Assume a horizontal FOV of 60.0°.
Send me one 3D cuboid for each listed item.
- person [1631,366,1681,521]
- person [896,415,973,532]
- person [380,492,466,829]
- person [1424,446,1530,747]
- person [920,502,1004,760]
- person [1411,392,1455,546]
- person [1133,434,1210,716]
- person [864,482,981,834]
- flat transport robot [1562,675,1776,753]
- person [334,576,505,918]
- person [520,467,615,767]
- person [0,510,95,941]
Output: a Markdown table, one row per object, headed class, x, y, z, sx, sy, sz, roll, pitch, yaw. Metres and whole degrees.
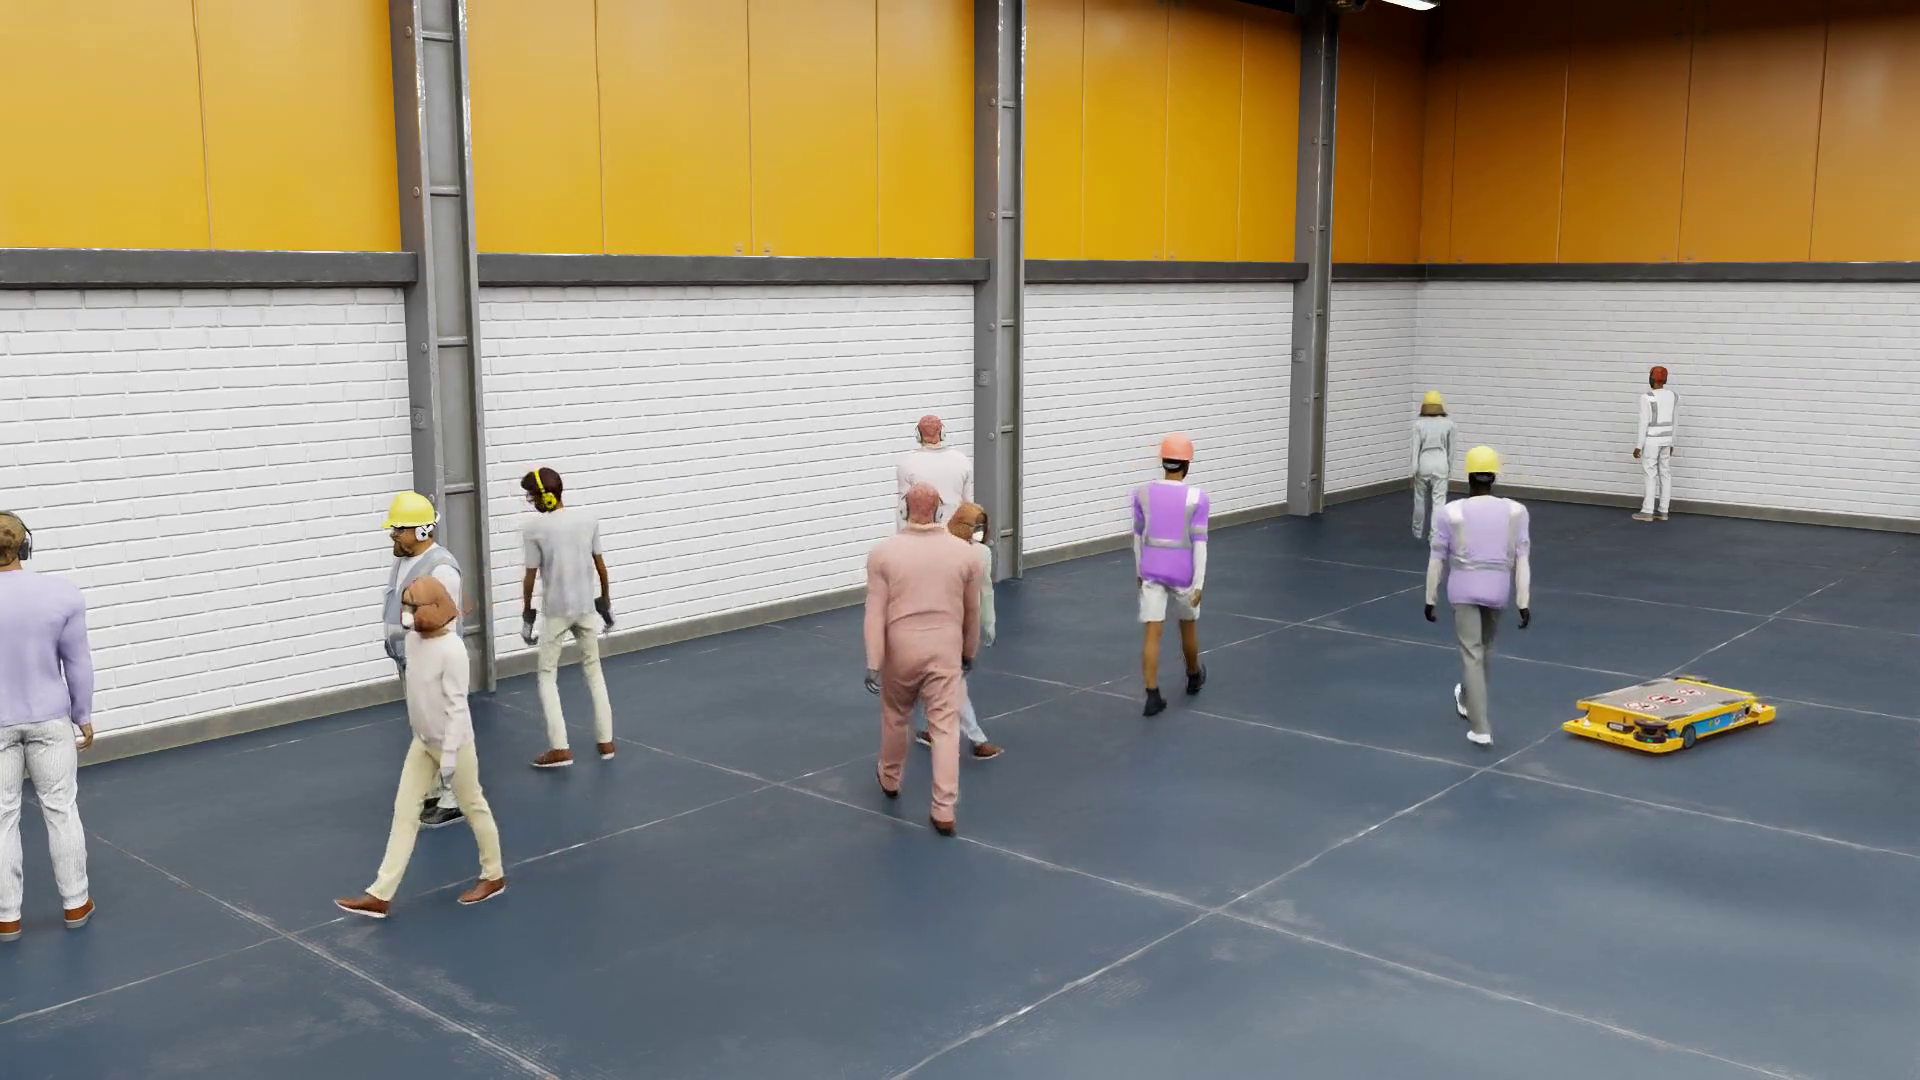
| class | x | y | z | sx | sy | sz | roll | pitch | yaw |
| --- | --- | --- | --- | --- | --- | --- | --- | --- | --- |
| person | 8.437 | -1.166 | 20.175 | 0.573 | 1.883 | 0.356 | -3 | 10 | -19 |
| person | -0.220 | -0.025 | 12.960 | 0.643 | 1.901 | 0.400 | -4 | 10 | -25 |
| person | -2.907 | 0.645 | 9.010 | 0.404 | 1.824 | 0.586 | -9 | 13 | -44 |
| person | 3.319 | 0.331 | 10.767 | 0.613 | 1.875 | 0.988 | 0 | 9 | 0 |
| person | 0.034 | 0.557 | 10.244 | 0.831 | 1.582 | 0.518 | 8 | 12 | 42 |
| person | 5.208 | -0.786 | 18.384 | 0.487 | 1.689 | 0.910 | 2 | 9 | 10 |
| person | 1.475 | 0.212 | 11.501 | 0.549 | 1.891 | 0.962 | 3 | 10 | 19 |
| person | -0.219 | 0.607 | 9.141 | 0.665 | 1.846 | 1.004 | -2 | 9 | -11 |
| flat transport robot | 4.647 | 1.120 | 10.865 | 1.431 | 0.197 | 0.652 | -7 | 11 | -36 |
| person | -2.480 | 0.965 | 7.677 | 0.523 | 1.585 | 0.825 | 8 | 12 | 41 |
| person | -2.353 | 0.464 | 10.117 | 0.604 | 1.838 | 0.382 | -6 | 11 | -35 |
| person | -4.229 | 0.829 | 7.475 | 0.627 | 1.940 | 0.372 | -5 | 11 | -31 |
